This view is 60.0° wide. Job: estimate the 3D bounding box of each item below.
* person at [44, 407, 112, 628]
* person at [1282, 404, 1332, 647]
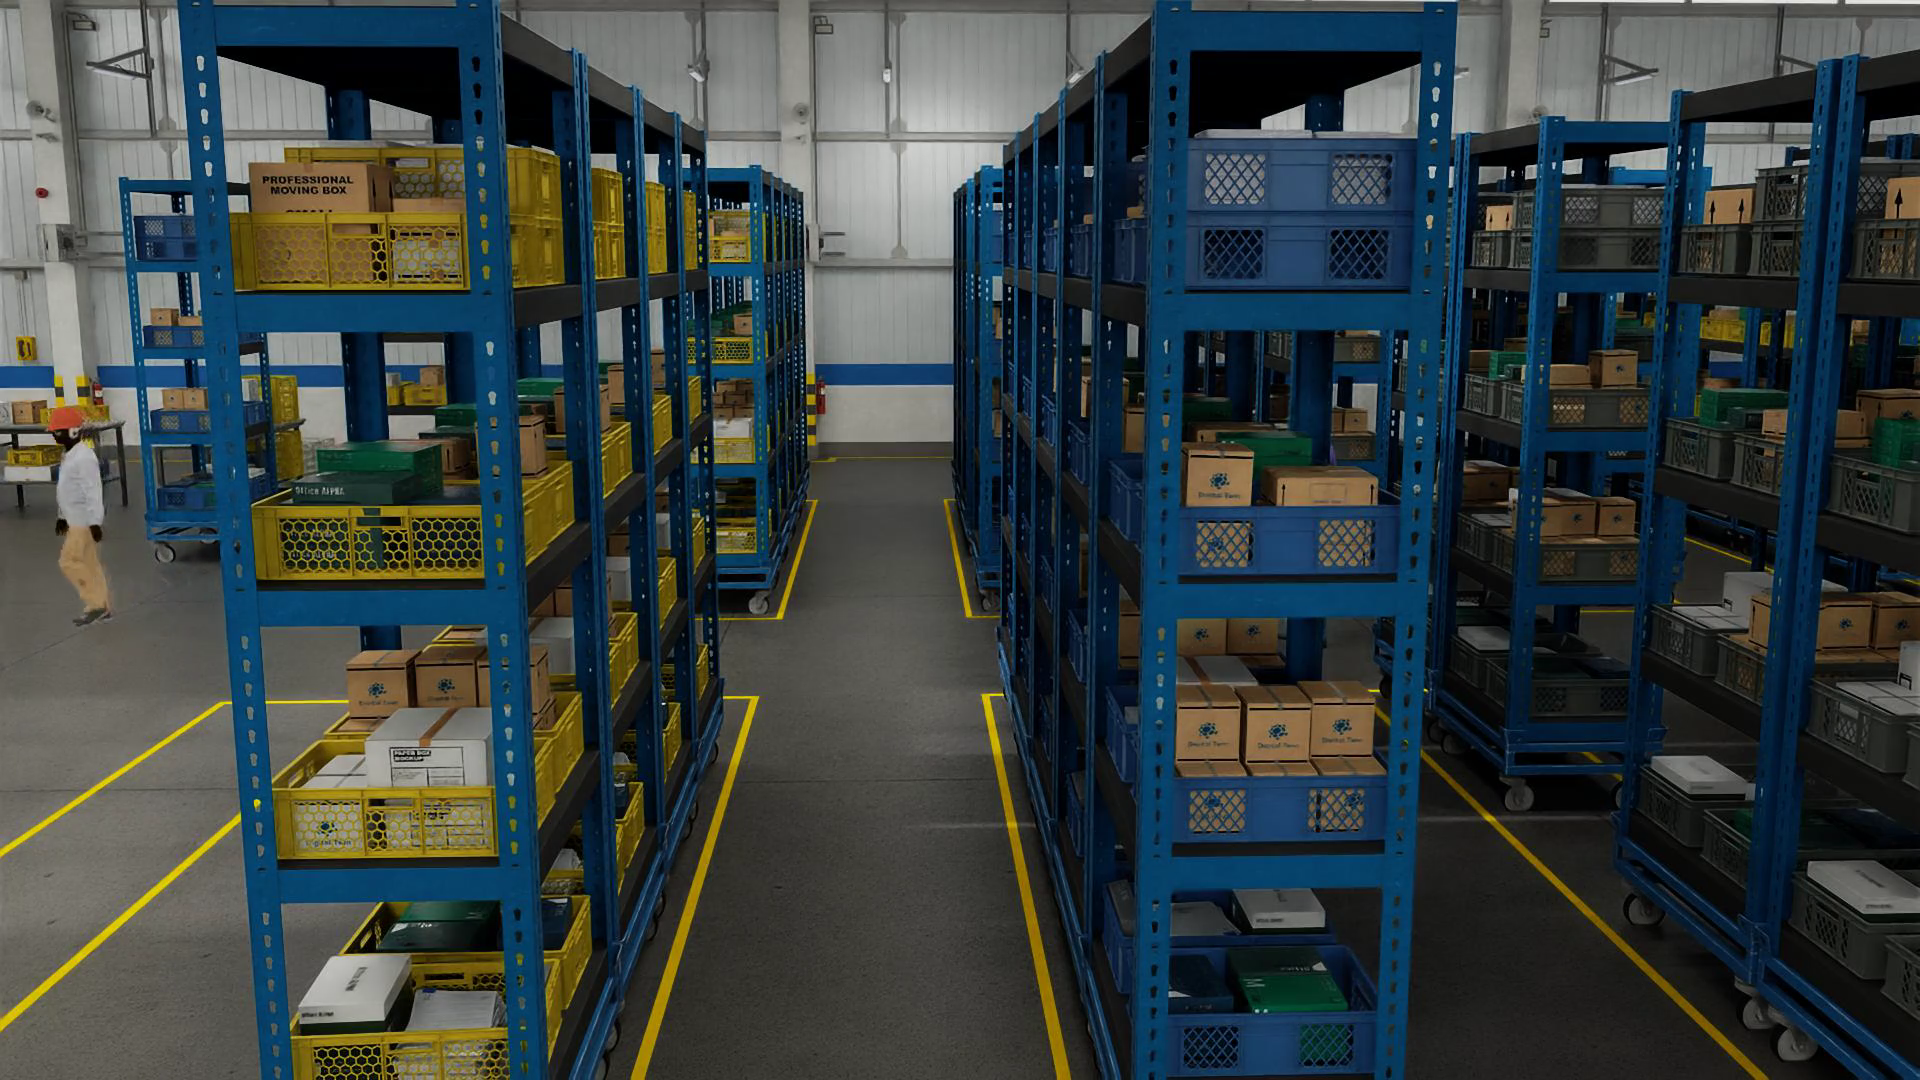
[{"bbox_3d":[-6.936,-0.180,13.055,0.444,1.733,0.579,-8,13,-37],"label":"person"},{"bbox_3d":[2.585,-0.096,12.357,0.425,1.832,0.595,-1,10,-5],"label":"person"}]
